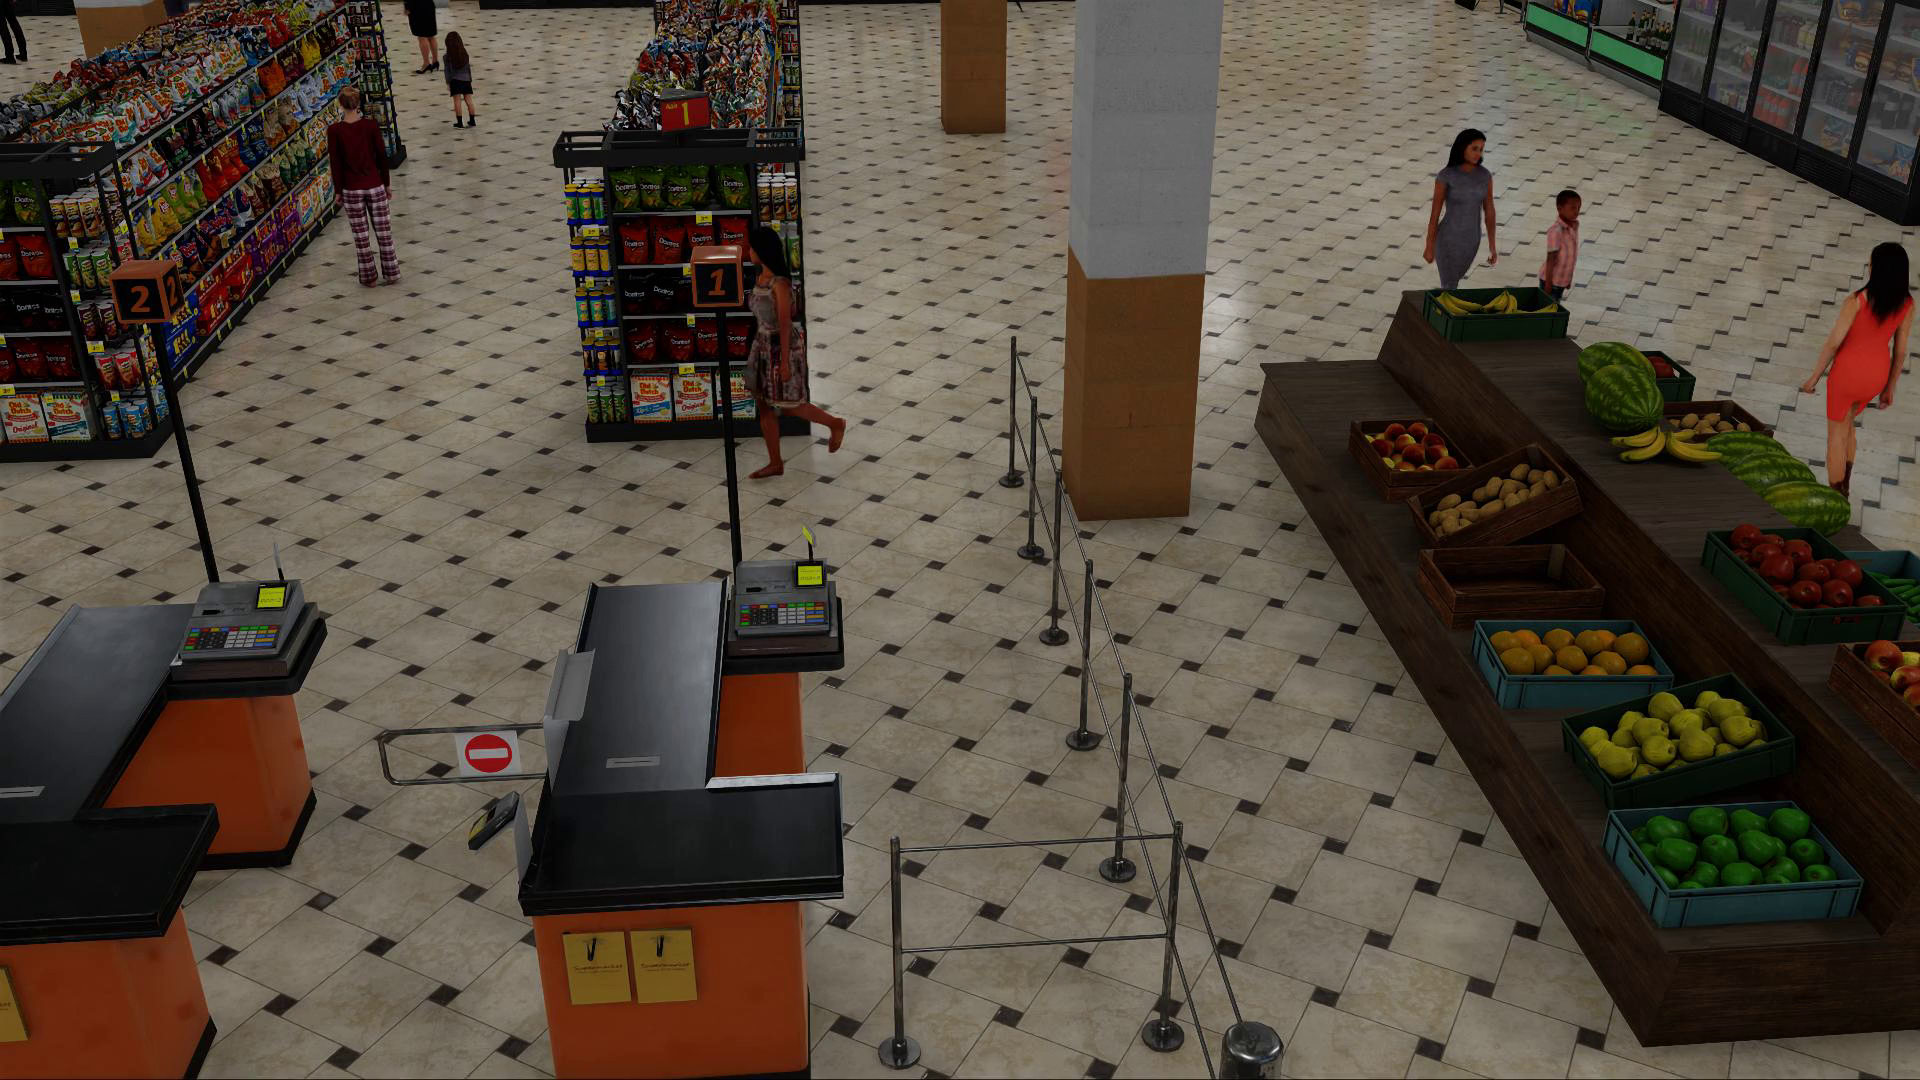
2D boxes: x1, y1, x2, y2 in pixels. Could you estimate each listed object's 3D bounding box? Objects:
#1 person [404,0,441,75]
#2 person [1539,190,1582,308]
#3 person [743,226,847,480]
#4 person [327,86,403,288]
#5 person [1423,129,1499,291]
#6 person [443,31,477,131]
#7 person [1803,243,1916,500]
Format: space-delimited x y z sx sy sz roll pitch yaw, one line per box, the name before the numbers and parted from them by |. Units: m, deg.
person | -7.192 -7.083 22.156 0.851 1.671 0.731 10 29 20
person | 4.467 -1.986 12.505 0.584 1.308 0.633 -24 35 -39
person | -1.079 -1.179 10.575 0.972 1.615 1.000 -18 32 -31
person | -5.045 -2.987 14.046 0.693 1.699 0.653 -15 30 -26
person | 3.661 -2.194 12.431 0.692 1.747 1.056 -6 28 -12
person | -5.839 -5.365 19.393 0.532 1.105 0.566 -19 33 -33
person | 5.409 -0.911 9.947 0.596 1.705 0.577 -4 27 -8
